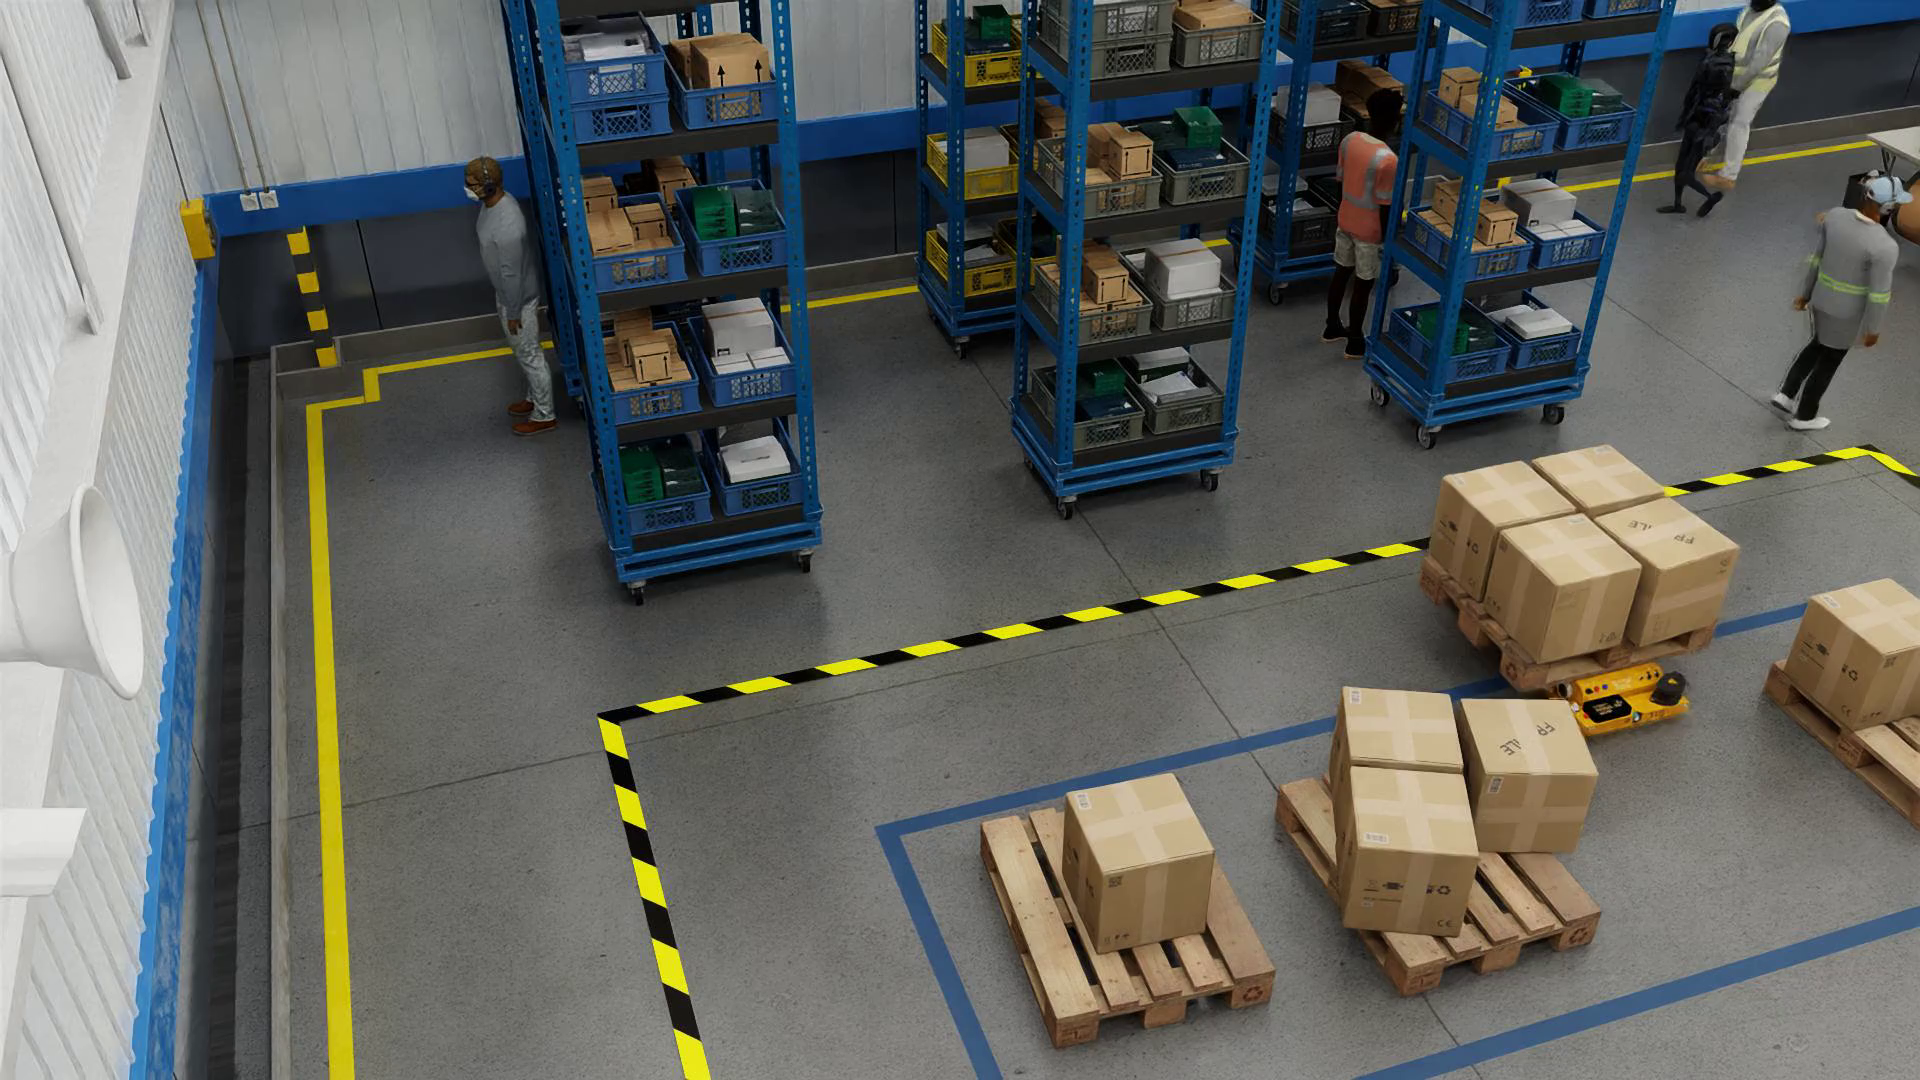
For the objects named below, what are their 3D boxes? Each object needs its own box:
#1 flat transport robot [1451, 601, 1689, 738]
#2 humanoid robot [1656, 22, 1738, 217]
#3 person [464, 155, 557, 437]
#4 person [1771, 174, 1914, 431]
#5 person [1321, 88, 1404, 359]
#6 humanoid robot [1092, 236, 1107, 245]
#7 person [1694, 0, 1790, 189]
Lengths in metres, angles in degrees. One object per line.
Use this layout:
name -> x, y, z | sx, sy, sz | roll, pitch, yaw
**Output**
flat transport robot -> 3.343, 0.517, 9.299 | 0.652, 0.197, 1.431 | -11, 37, -15
humanoid robot -> 6.200, -3.468, 13.752 | 0.466, 1.637, 0.612 | -2, 35, -3
person -> -2.921, -1.596, 10.883 | 0.369, 1.932, 0.621 | -13, 37, -18
person -> 5.754, -1.517, 10.835 | 0.409, 1.841, 0.618 | -11, 37, -14
person -> 2.861, -2.225, 11.739 | 0.367, 1.966, 0.603 | -14, 37, -19
humanoid robot -> 0.851, -1.693, 11.260 | 0.471, 1.640, 0.600 | -4, 35, -6
person -> 6.753, -3.953, 14.329 | 0.437, 1.817, 0.635 | -4, 35, -6
